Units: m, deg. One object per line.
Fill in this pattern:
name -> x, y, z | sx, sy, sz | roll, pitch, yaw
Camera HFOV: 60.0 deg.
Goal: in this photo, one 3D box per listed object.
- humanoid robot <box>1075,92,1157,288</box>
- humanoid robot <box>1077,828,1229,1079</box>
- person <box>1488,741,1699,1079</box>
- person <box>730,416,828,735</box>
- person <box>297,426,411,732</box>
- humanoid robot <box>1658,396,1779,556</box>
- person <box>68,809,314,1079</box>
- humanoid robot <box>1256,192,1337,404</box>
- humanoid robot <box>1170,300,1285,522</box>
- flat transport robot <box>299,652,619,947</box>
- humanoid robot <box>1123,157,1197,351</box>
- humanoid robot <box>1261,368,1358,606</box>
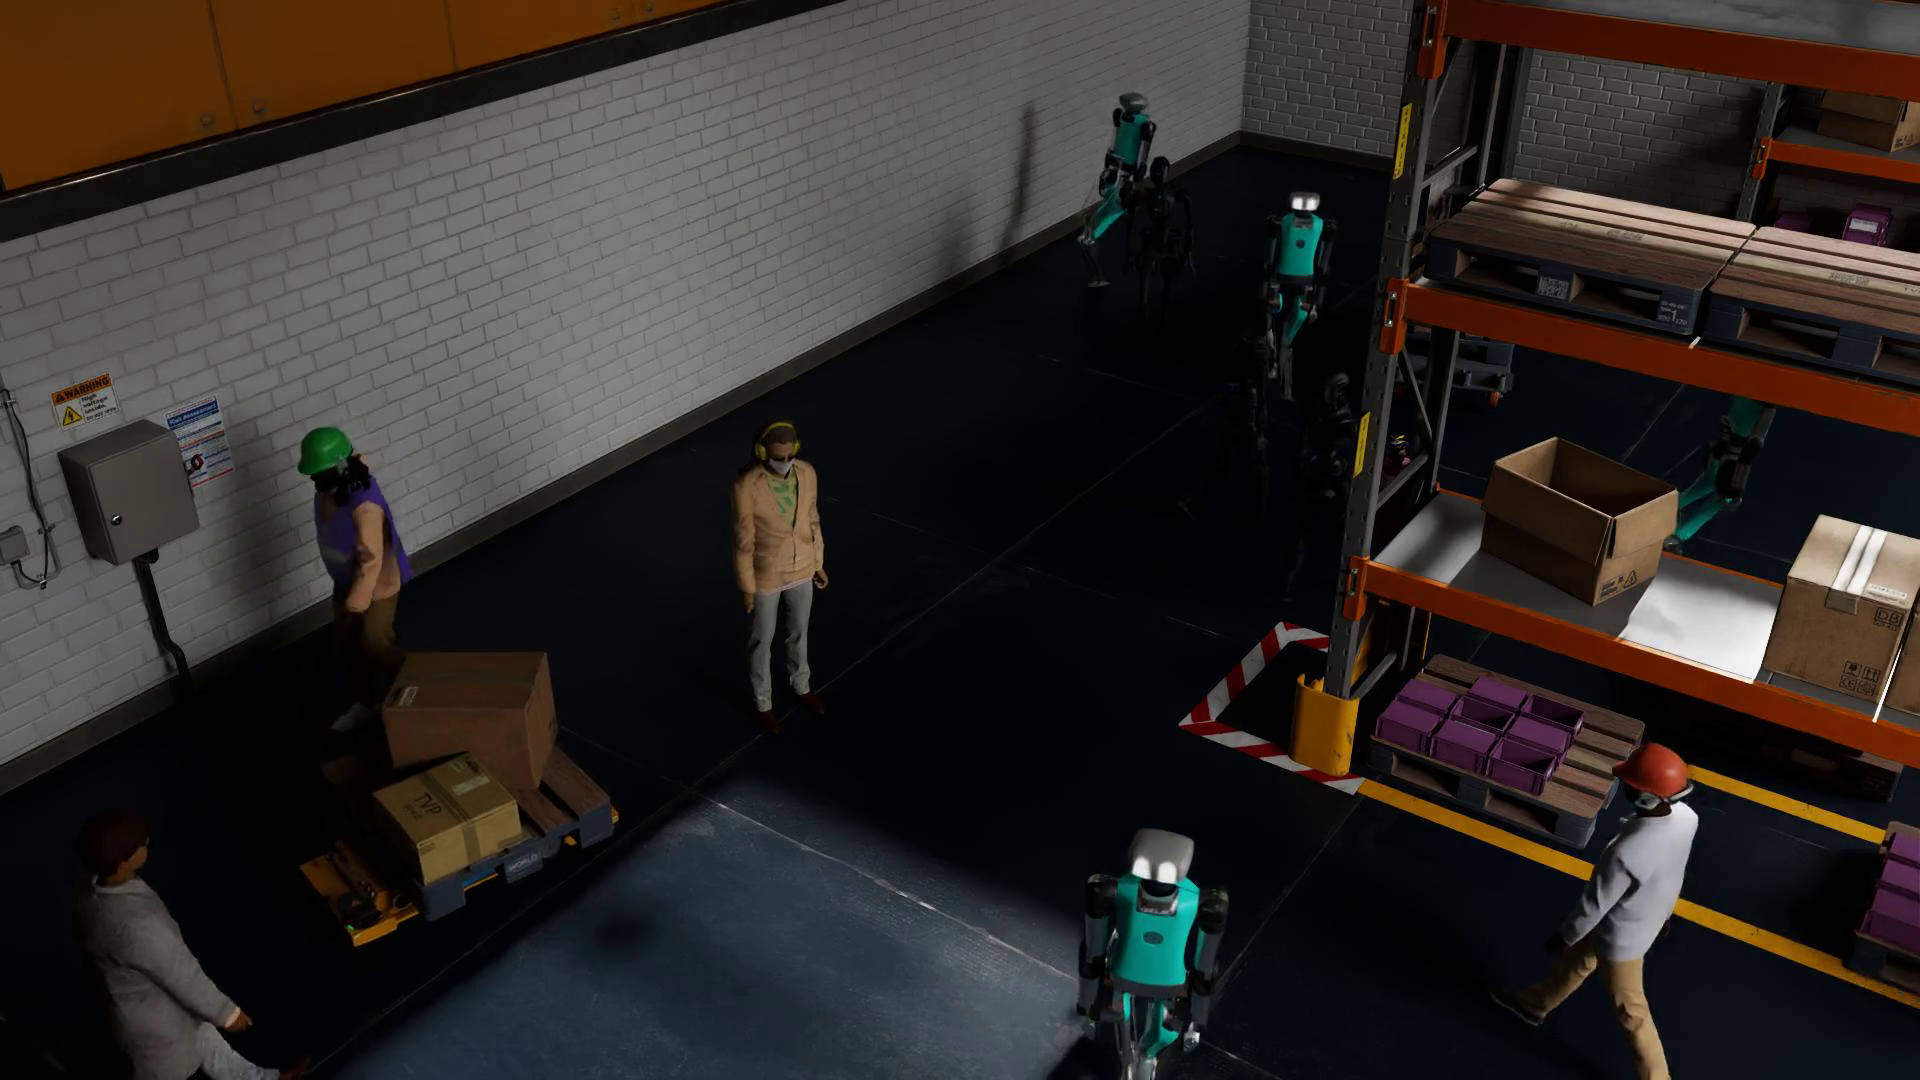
humanoid robot -> 1.307, -3.062, 14.926 | 0.772, 1.822, 0.563 | -17, 34, -26
humanoid robot -> 0.747, 1.729, 6.611 | 0.547, 1.750, 1.037 | 5, 30, 8
person -> 2.736, 1.565, 6.887 | 0.933, 1.702, 0.564 | 25, 38, 36
person -> -0.997, 0.171, 9.139 | 0.552, 1.876, 0.402 | -20, 36, -31
person -> -3.213, 0.217, 9.031 | 0.549, 1.904, 0.579 | 22, 37, 33
humanoid robot -> 4.590, -0.408, 10.322 | 0.716, 1.820, 0.560 | 5, 30, 8
person -> -2.991, 1.763, 6.449 | 0.913, 1.790, 0.520 | -26, 39, -38
humanoid robot -> 2.552, -1.913, 12.897 | 0.554, 1.726, 1.051 | 3, 30, 4
humanoid robot -> 1.844, -0.843, 11.143 | 0.756, 1.635, 0.610 | -5, 30, -8
flat transport robot -> -2.525, 1.506, 8.428 | 1.431, 0.231, 0.659 | -23, 37, -34
humanoid robot -> 1.659, -2.357, 13.752 | 0.615, 1.629, 0.757 | 5, 30, 9
humanoid robot -> 2.279, -0.317, 10.234 | 0.765, 1.621, 0.608 | -18, 35, -28
